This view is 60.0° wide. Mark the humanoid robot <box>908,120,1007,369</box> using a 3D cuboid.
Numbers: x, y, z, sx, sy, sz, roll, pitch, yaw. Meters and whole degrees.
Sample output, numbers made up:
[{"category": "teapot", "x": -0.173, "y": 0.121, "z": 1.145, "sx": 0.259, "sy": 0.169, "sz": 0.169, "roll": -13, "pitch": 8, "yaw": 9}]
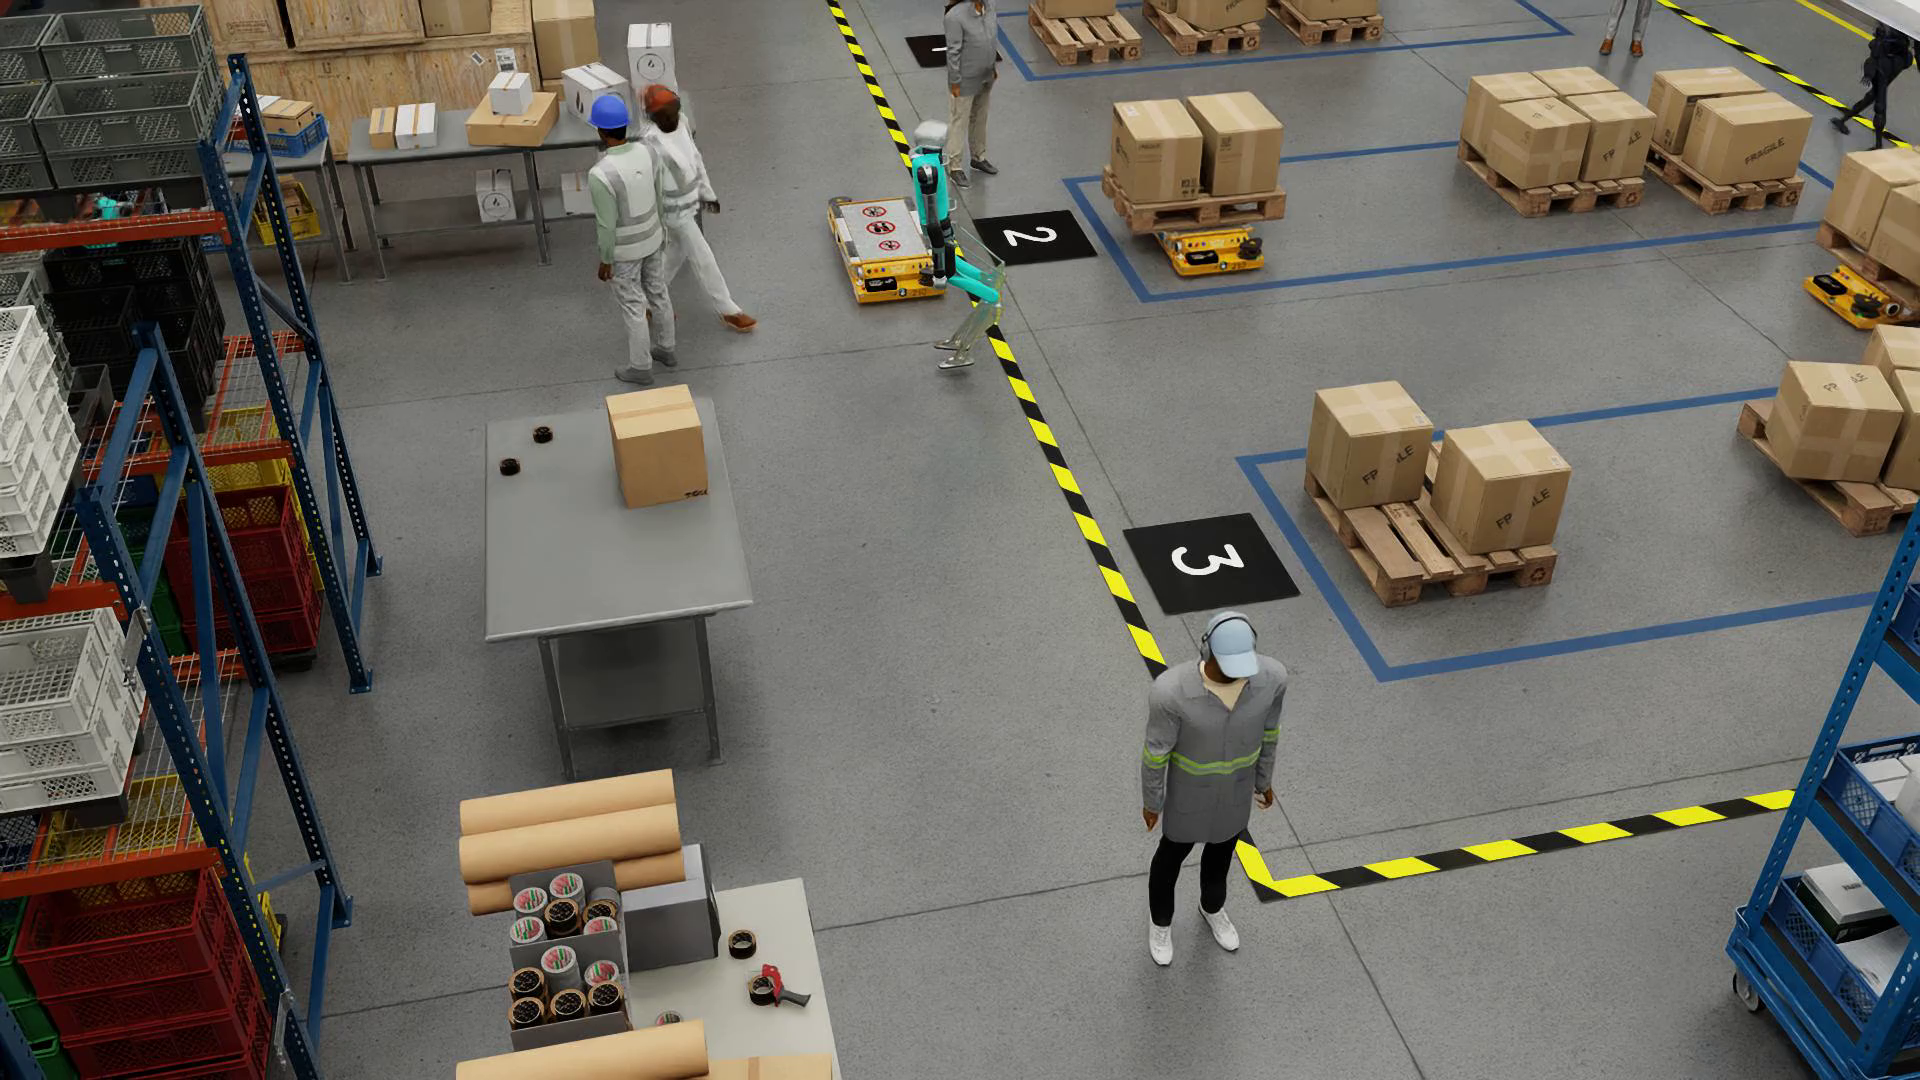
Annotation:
[{"category": "humanoid robot", "x": 0.045, "y": -1.898, "z": 10.762, "sx": 0.735, "sy": 1.677, "sz": 0.533, "roll": -1, "pitch": 37, "yaw": -1}]

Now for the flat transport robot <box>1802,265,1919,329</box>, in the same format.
[{"category": "flat transport robot", "x": 6.929, "y": -1.834, "z": 11.995, "sx": 1.431, "sy": 0.197, "sz": 0.652, "roll": -8, "pitch": 37, "yaw": -10}]

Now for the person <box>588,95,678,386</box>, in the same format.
[{"category": "person", "x": -2.131, "y": -1.922, "z": 10.731, "sx": 0.403, "sy": 1.945, "sz": 0.614, "roll": 19, "pitch": 41, "yaw": 24}]

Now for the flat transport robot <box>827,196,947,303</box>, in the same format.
[{"category": "flat transport robot", "x": -0.570, "y": -2.220, "z": 12.538, "sx": 0.659, "sy": 0.231, "sz": 1.431, "roll": -8, "pitch": 37, "yaw": -10}]

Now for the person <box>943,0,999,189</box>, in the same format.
[{"category": "person", "x": 0.086, "y": -3.730, "z": 13.307, "sx": 0.397, "sy": 1.769, "sz": 0.572, "roll": 27, "pitch": 44, "yaw": 31}]

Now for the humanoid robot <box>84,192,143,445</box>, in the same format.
[{"category": "humanoid robot", "x": -5.100, "y": -1.295, "z": 10.026, "sx": 0.530, "sy": 1.746, "sz": 0.706, "roll": -3, "pitch": 37, "yaw": -5}]

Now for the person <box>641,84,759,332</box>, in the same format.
[{"category": "person", "x": -1.874, "y": -2.225, "z": 11.229, "sx": 0.871, "sy": 1.833, "sz": 0.576, "roll": 2, "pitch": 37, "yaw": 3}]

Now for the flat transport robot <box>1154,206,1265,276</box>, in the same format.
[{"category": "flat transport robot", "x": 1.797, "y": -2.479, "z": 12.863, "sx": 0.652, "sy": 0.197, "sz": 1.431, "roll": -8, "pitch": 37, "yaw": -10}]

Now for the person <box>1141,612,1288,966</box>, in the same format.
[{"category": "person", "x": 1.034, "y": 1.028, "z": 6.845, "sx": 0.598, "sy": 1.850, "sz": 0.387, "roll": -9, "pitch": 38, "yaw": -11}]

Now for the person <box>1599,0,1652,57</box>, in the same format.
[{"category": "person", "x": 6.418, "y": -5.475, "z": 15.559, "sx": 0.590, "sy": 1.883, "sz": 0.376, "roll": 9, "pitch": 38, "yaw": 12}]

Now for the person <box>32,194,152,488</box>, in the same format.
[{"category": "person", "x": -5.012, "y": -1.049, "z": 9.516, "sx": 0.620, "sy": 2.008, "sz": 0.893, "roll": 21, "pitch": 41, "yaw": 25}]

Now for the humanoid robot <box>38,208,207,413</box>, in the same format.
[{"category": "humanoid robot", "x": -5.239, "y": -1.383, "z": 10.274, "sx": 0.724, "sy": 1.613, "sz": 0.614, "roll": -12, "pitch": 38, "yaw": -16}]

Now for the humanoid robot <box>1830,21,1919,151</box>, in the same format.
[{"category": "humanoid robot", "x": 7.791, "y": -4.063, "z": 13.886, "sx": 0.587, "sy": 1.637, "sz": 0.791, "roll": -15, "pitch": 39, "yaw": -19}]
